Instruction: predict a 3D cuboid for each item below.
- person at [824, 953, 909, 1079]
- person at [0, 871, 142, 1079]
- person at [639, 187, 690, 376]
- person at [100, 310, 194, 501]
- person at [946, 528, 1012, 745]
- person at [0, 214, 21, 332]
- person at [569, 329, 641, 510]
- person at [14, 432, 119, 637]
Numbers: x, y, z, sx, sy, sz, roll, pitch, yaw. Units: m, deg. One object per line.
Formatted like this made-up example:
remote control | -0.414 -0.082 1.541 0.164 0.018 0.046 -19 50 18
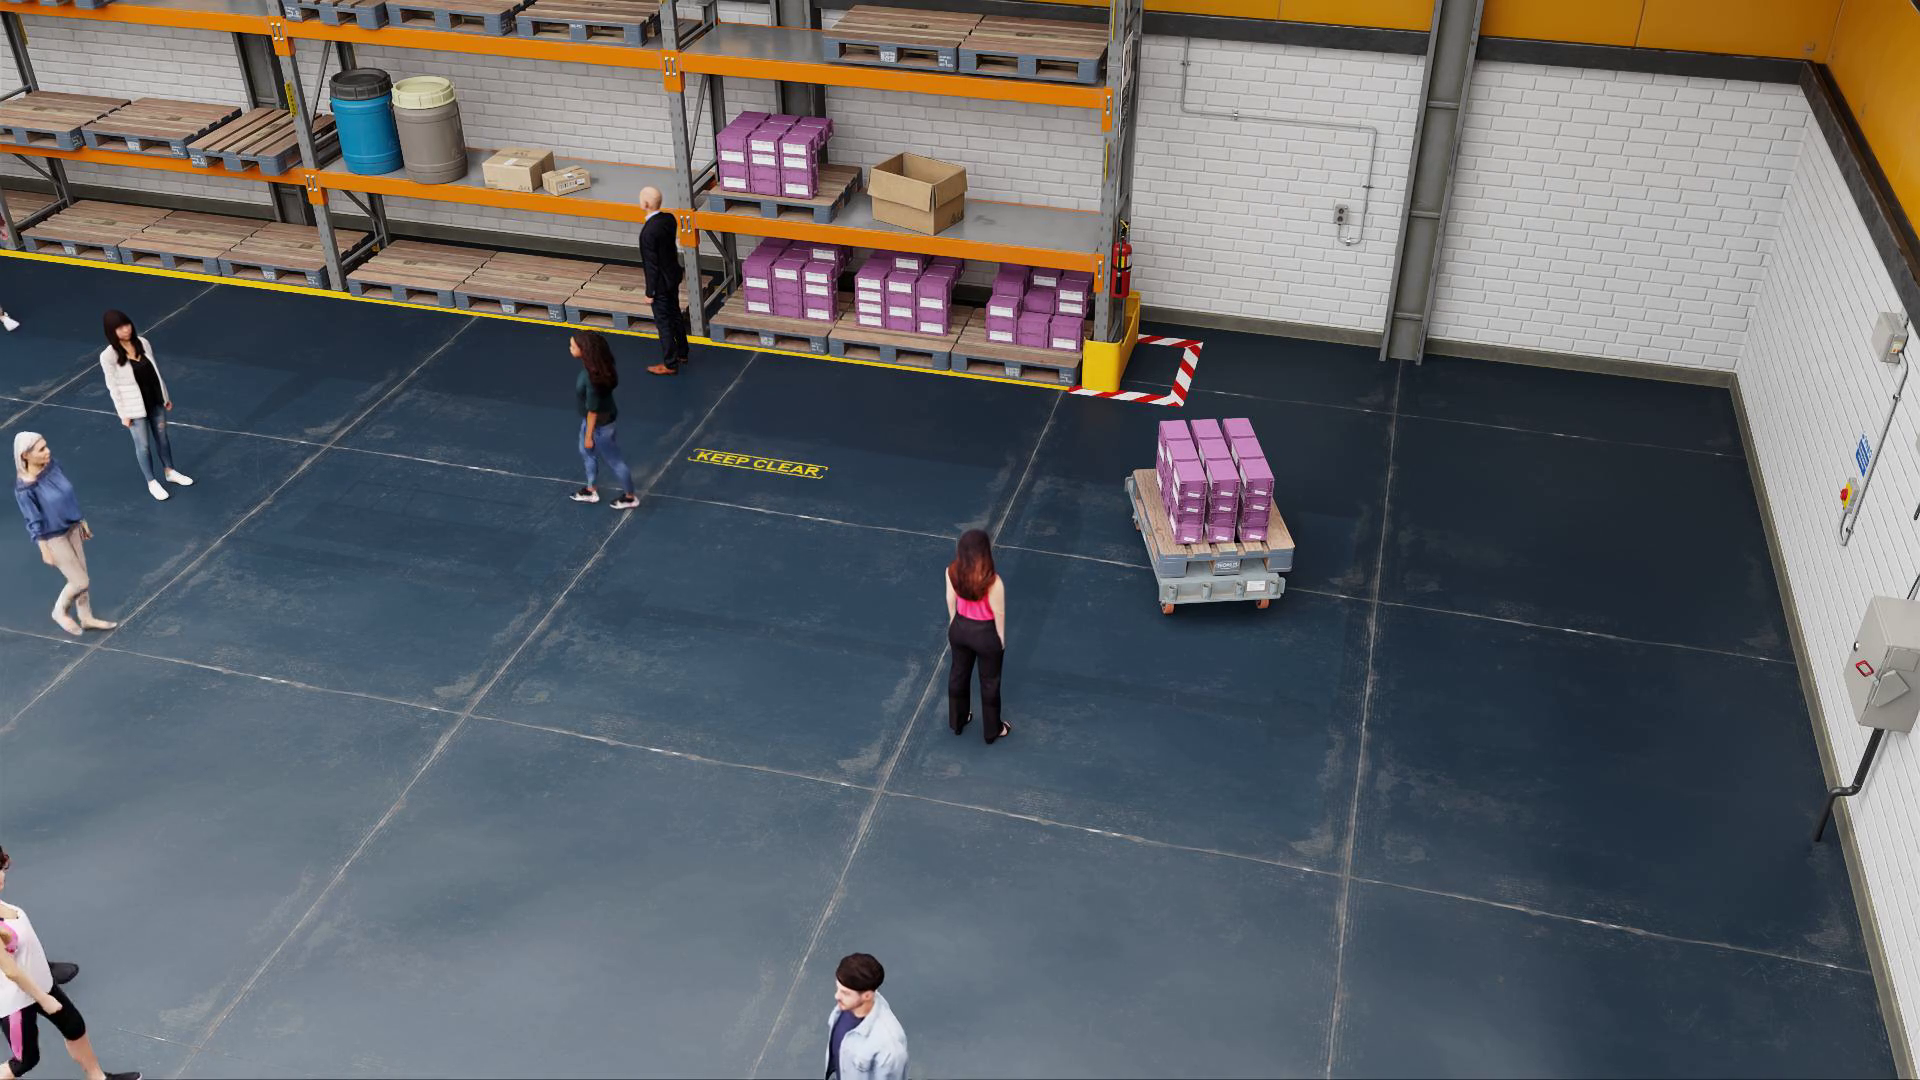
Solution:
person | -0.350 2.604 7.775 1.049 1.800 0.979 -15 37 -22
person | -4.767 2.307 8.259 1.143 1.759 1.032 -15 36 -21
person | -2.738 -2.384 15.281 0.585 1.799 0.699 11 35 16
person | -6.665 -1.127 13.534 0.615 1.638 0.660 16 37 22
person | 0.117 0.621 10.891 0.539 1.653 0.689 18 38 25
person | -9.595 -2.927 16.093 1.114 1.803 0.912 19 38 26
person | -2.780 -0.942 13.294 0.894 1.596 0.751 -3 34 -4
person | -6.478 -0.014 11.818 0.705 1.685 0.678 2 34 3
